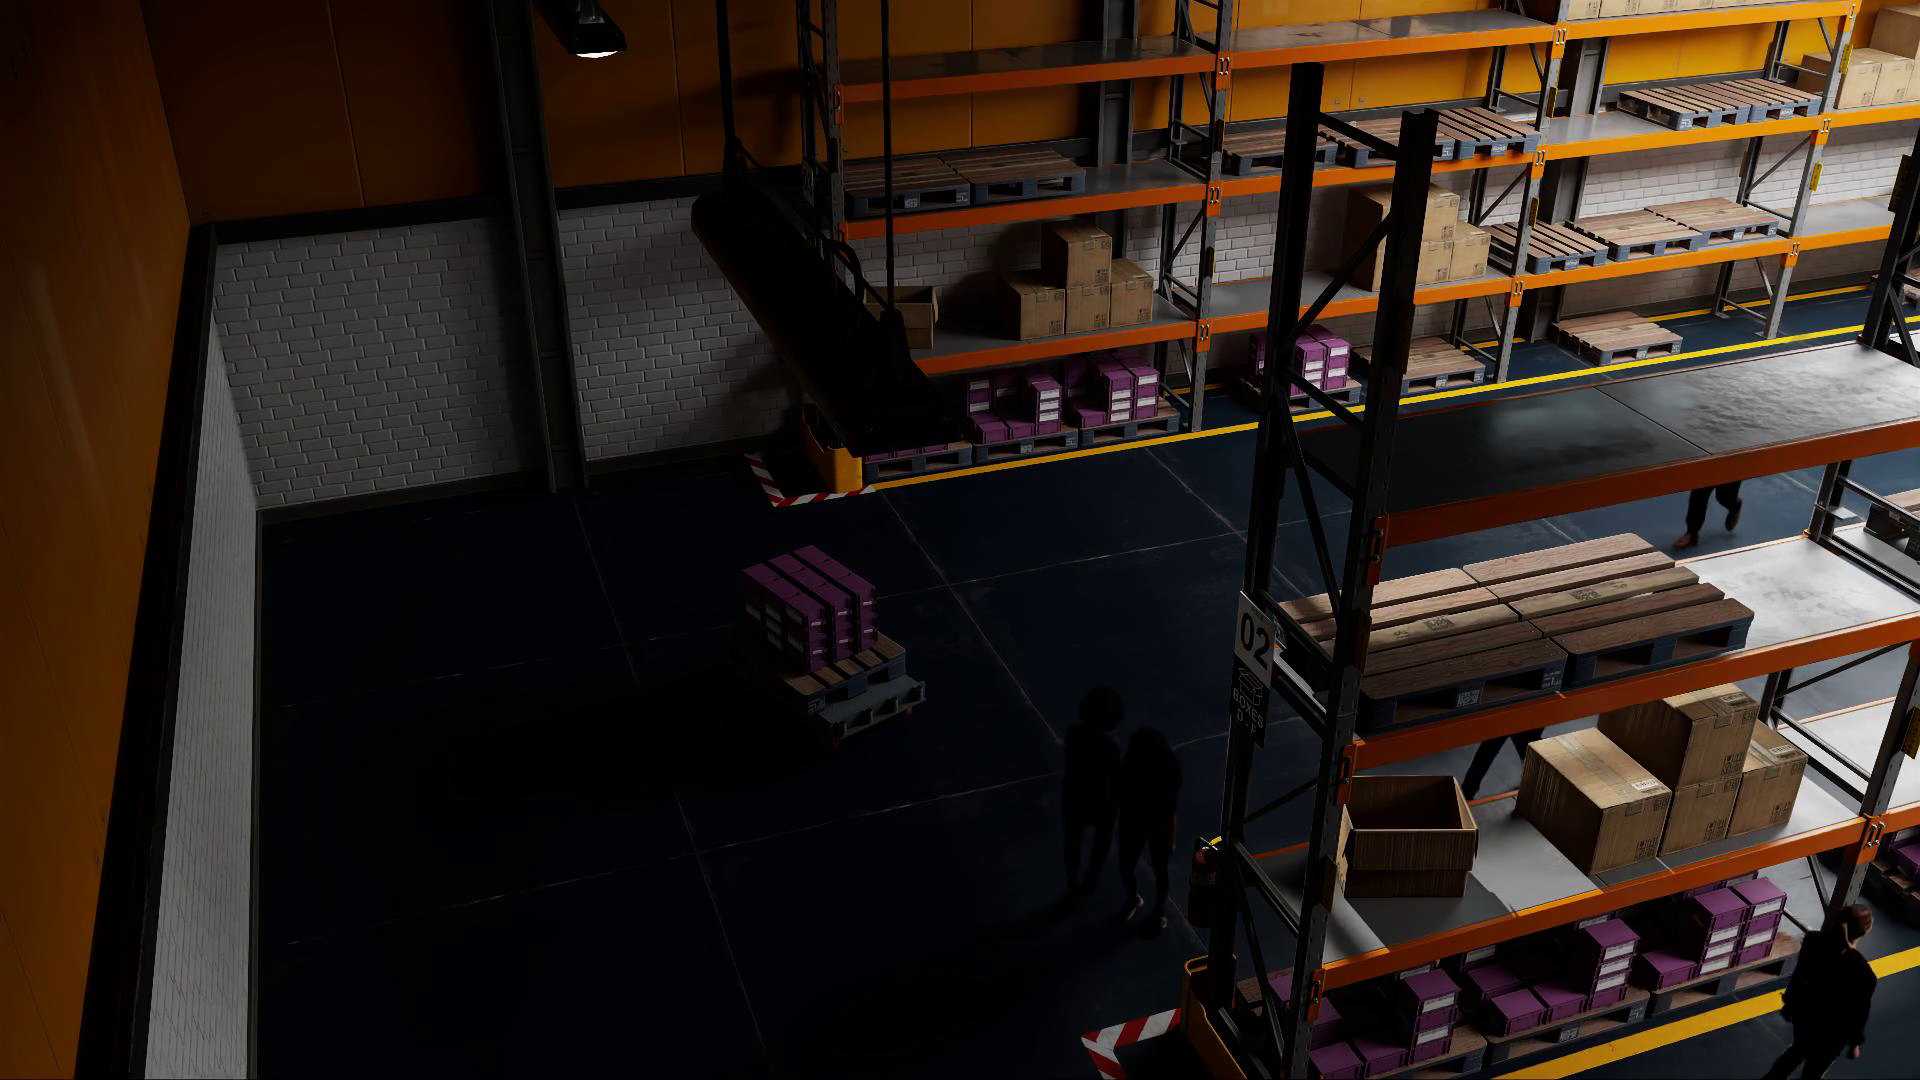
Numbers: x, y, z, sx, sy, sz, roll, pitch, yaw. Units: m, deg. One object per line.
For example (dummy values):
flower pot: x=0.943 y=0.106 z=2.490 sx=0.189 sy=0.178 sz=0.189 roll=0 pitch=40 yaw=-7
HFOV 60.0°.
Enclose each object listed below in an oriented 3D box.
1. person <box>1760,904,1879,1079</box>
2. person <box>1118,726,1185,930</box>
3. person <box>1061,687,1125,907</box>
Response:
person: x=4.766 y=2.752 z=9.333 sx=0.689 sy=1.693 sz=0.632 roll=-12 pitch=31 yaw=-21
person: x=1.262 y=1.886 z=11.008 sx=0.702 sy=1.608 sz=0.744 roll=16 pitch=32 yaw=26
person: x=0.836 y=1.779 z=11.113 sx=0.733 sy=1.696 sz=0.800 roll=10 pitch=30 yaw=17
